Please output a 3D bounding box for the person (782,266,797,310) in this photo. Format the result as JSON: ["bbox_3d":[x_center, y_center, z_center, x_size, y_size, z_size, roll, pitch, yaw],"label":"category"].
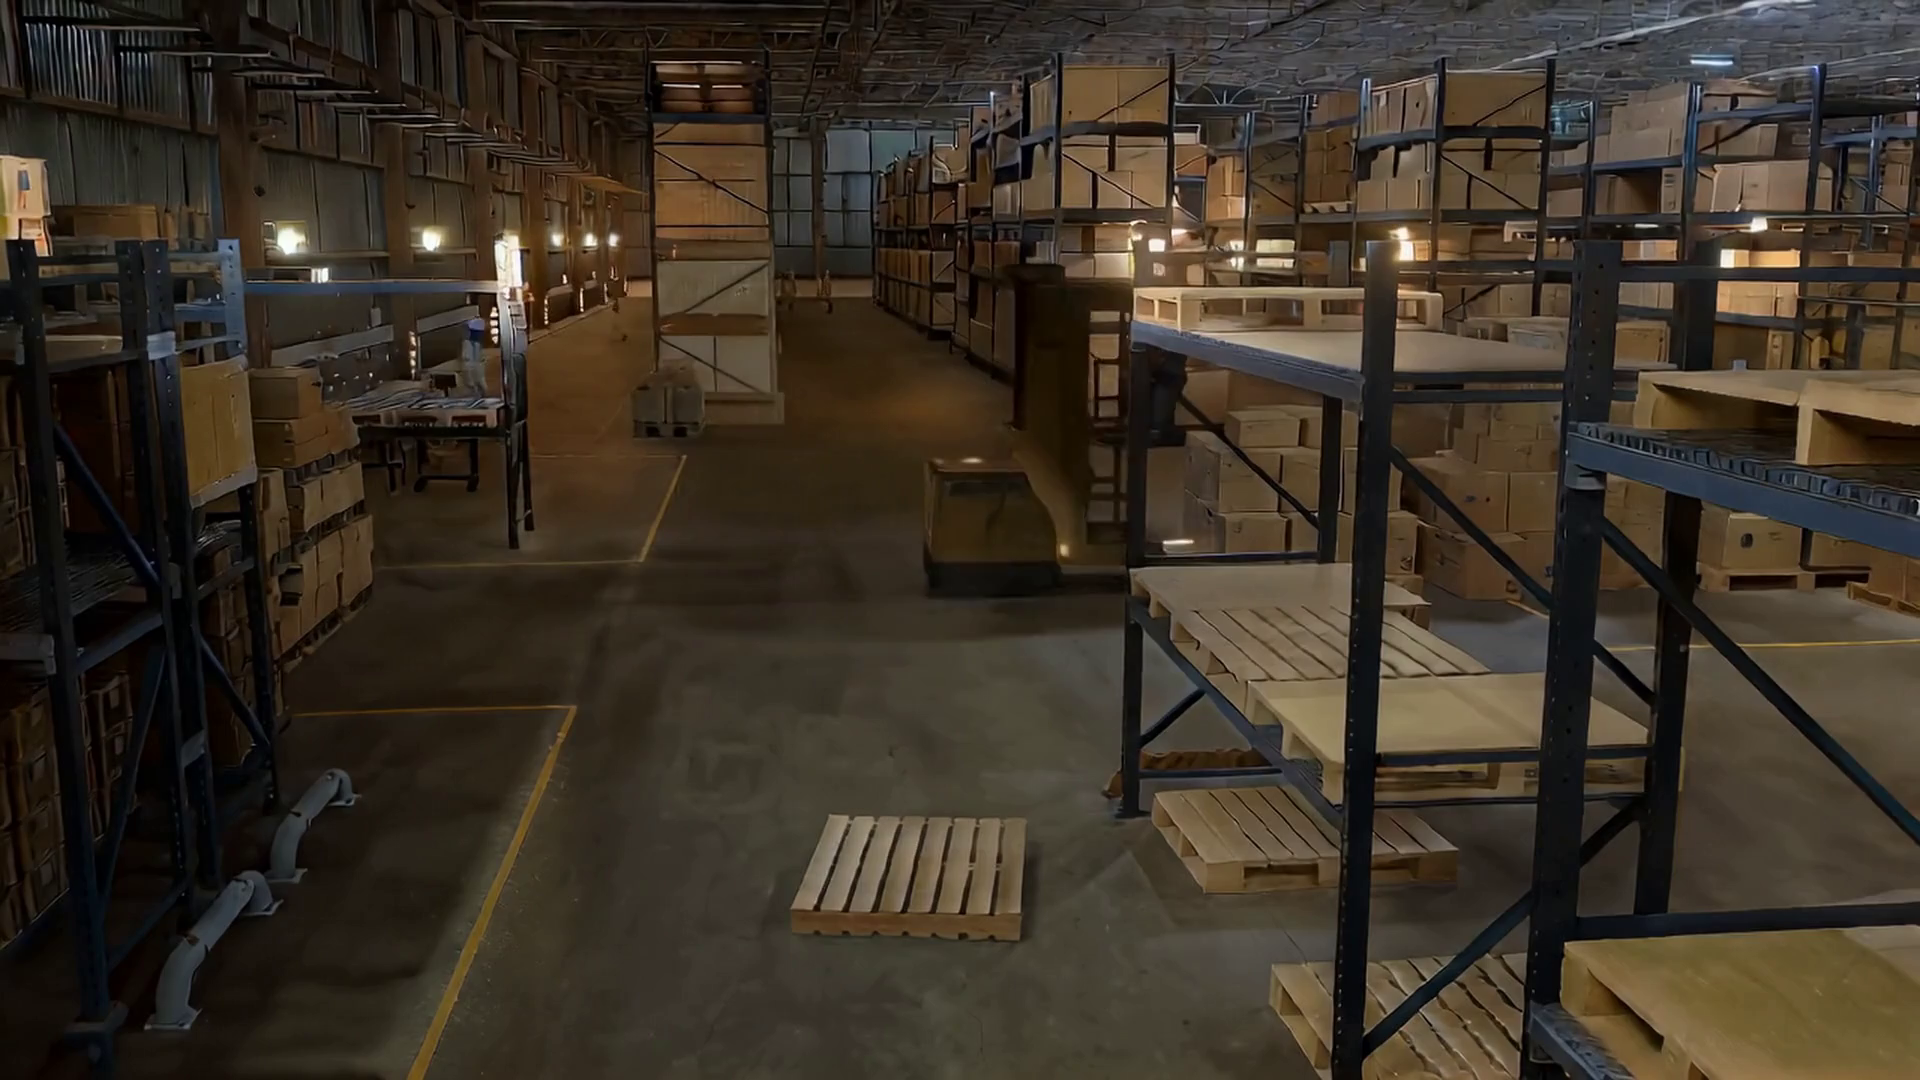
[{"bbox_3d":[-7.420,-10.962,72.458,0.650,1.879,0.812,-1,10,-6],"label":"person"}]

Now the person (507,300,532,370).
[{"bbox_3d":[-10.328,-4.913,38.863,0.651,1.904,0.401,3,11,16],"label":"person"}]

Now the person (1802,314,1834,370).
[{"bbox_3d":[13.141,-2.505,25.510,0.397,1.911,0.587,10,14,44],"label":"person"}]

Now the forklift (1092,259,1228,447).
[{"bbox_3d":[2.999,-2.856,24.760,1.873,2.768,1.129,-6,12,-31],"label":"forklift"}]

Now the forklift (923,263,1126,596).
[{"bbox_3d":[0.646,-0.997,14.458,1.873,2.768,1.129,-1,10,-6],"label":"forklift"}]

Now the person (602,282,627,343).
[{"bbox_3d":[-10.203,-6.696,48.989,0.786,1.818,0.574,2,10,12],"label":"person"}]

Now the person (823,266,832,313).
[{"bbox_3d":[-5.523,-10.444,69.415,0.377,1.938,0.547,-1,10,-6],"label":"person"}]

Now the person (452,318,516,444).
[{"bbox_3d":[-7.168,-2.342,24.684,1.009,1.880,0.565,3,11,15],"label":"person"}]

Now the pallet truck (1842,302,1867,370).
[{"bbox_3d":[15.846,-3.142,28.793,1.885,1.965,0.823,2,10,12],"label":"pallet truck"}]
